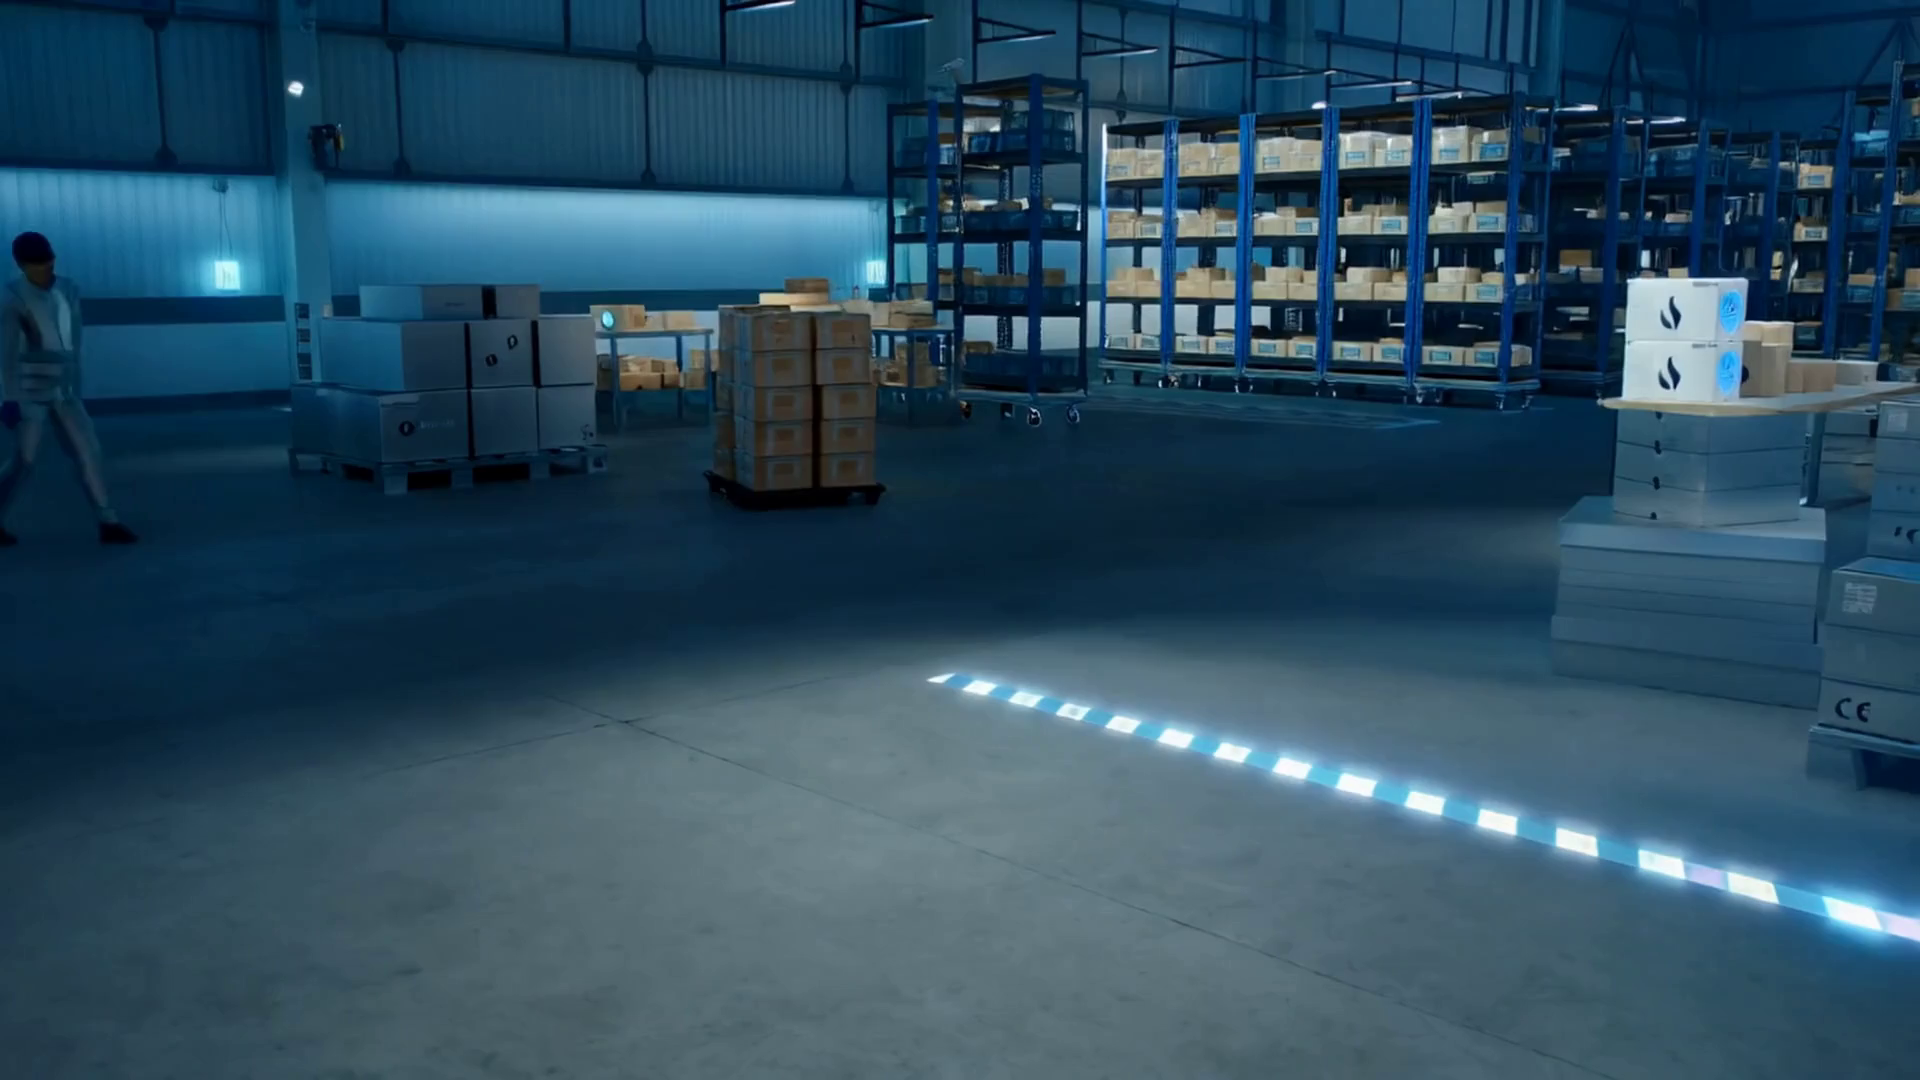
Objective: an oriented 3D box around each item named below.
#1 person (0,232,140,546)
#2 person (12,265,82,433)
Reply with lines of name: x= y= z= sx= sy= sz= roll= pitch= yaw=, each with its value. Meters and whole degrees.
person: x=-5.530 y=-0.893 z=9.987 sx=0.945 sy=1.890 sz=0.632 roll=2 pitch=10 yaw=15
person: x=-9.155 y=-1.978 z=16.689 sx=0.644 sy=1.832 sz=0.431 roll=-4 pitch=10 yaw=-22
